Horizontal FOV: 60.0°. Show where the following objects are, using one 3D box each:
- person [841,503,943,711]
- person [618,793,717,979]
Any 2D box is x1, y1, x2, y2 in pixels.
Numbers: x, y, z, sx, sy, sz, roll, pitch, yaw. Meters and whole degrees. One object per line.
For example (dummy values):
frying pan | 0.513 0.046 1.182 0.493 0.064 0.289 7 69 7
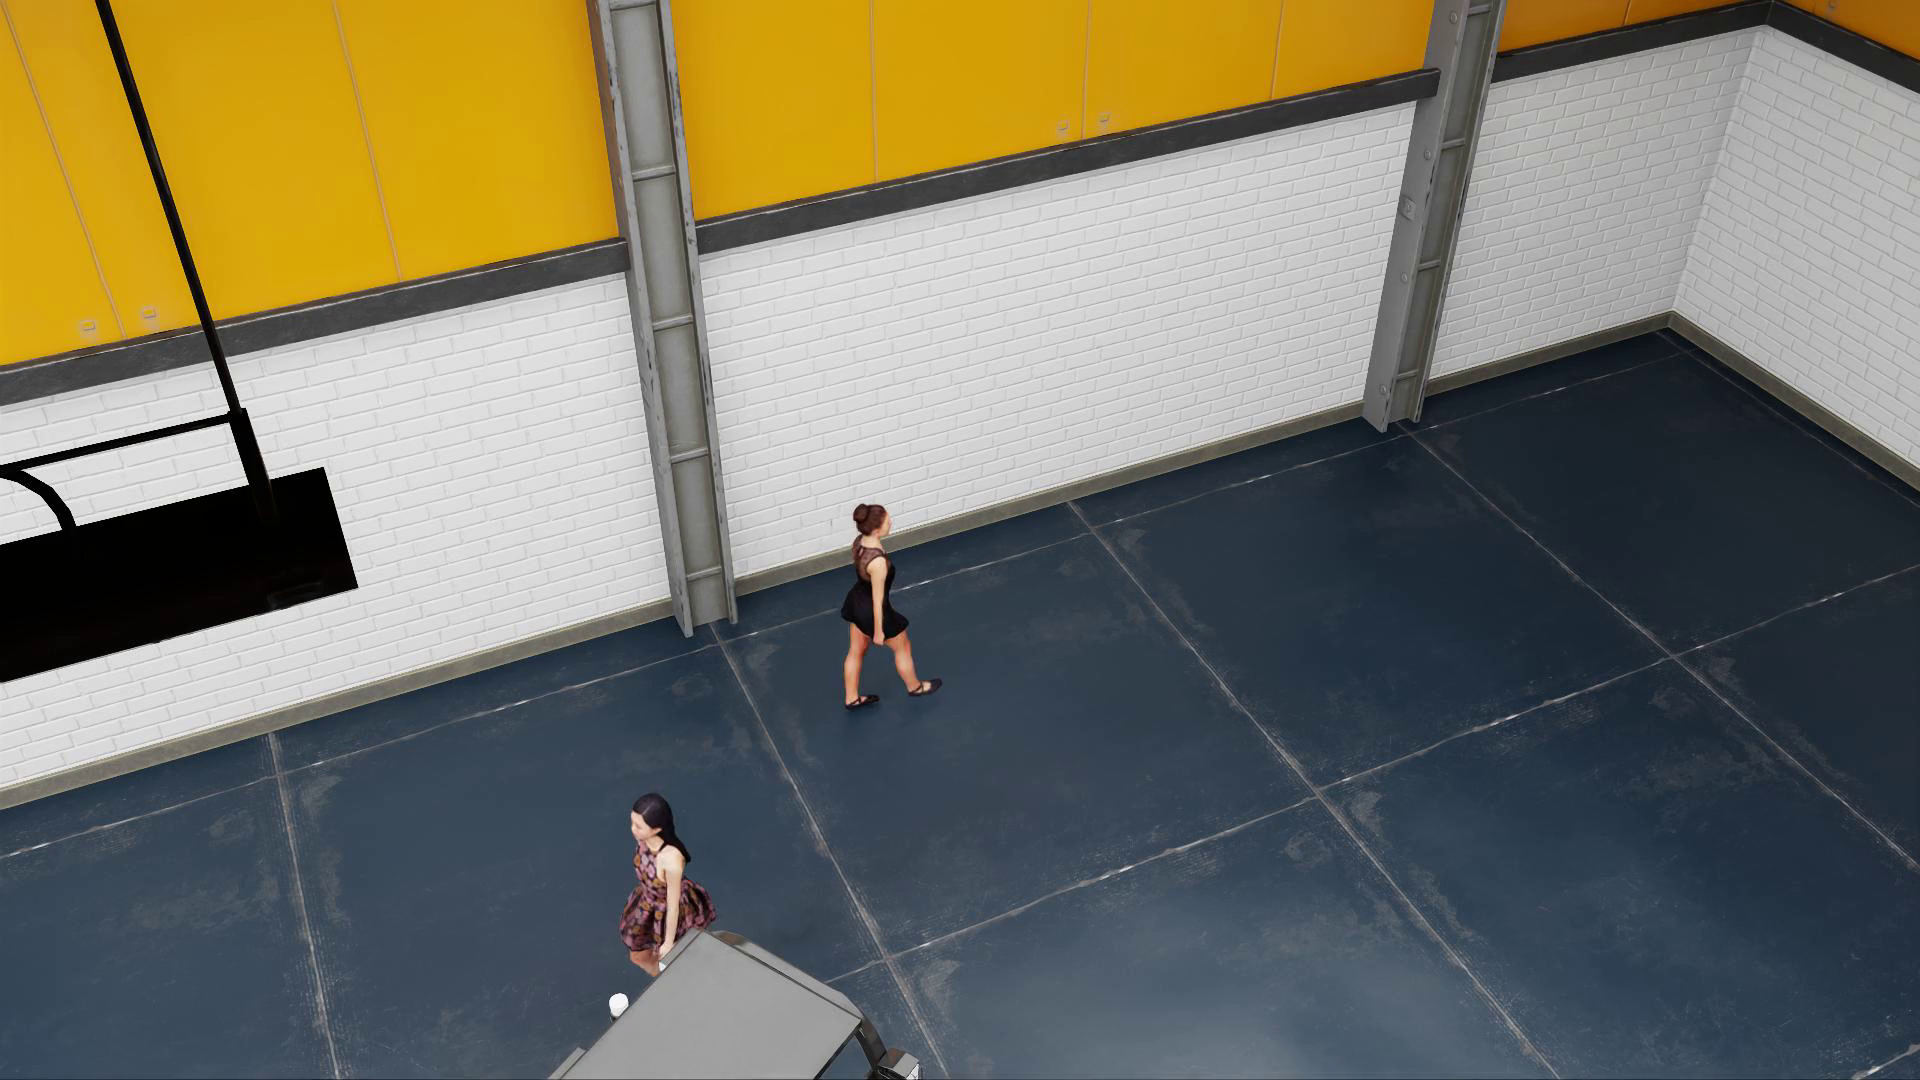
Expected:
person | -0.643 0.476 10.741 0.874 1.653 0.583 -16 41 -19
person | -1.464 1.943 8.818 0.812 1.760 0.730 -29 47 -32
